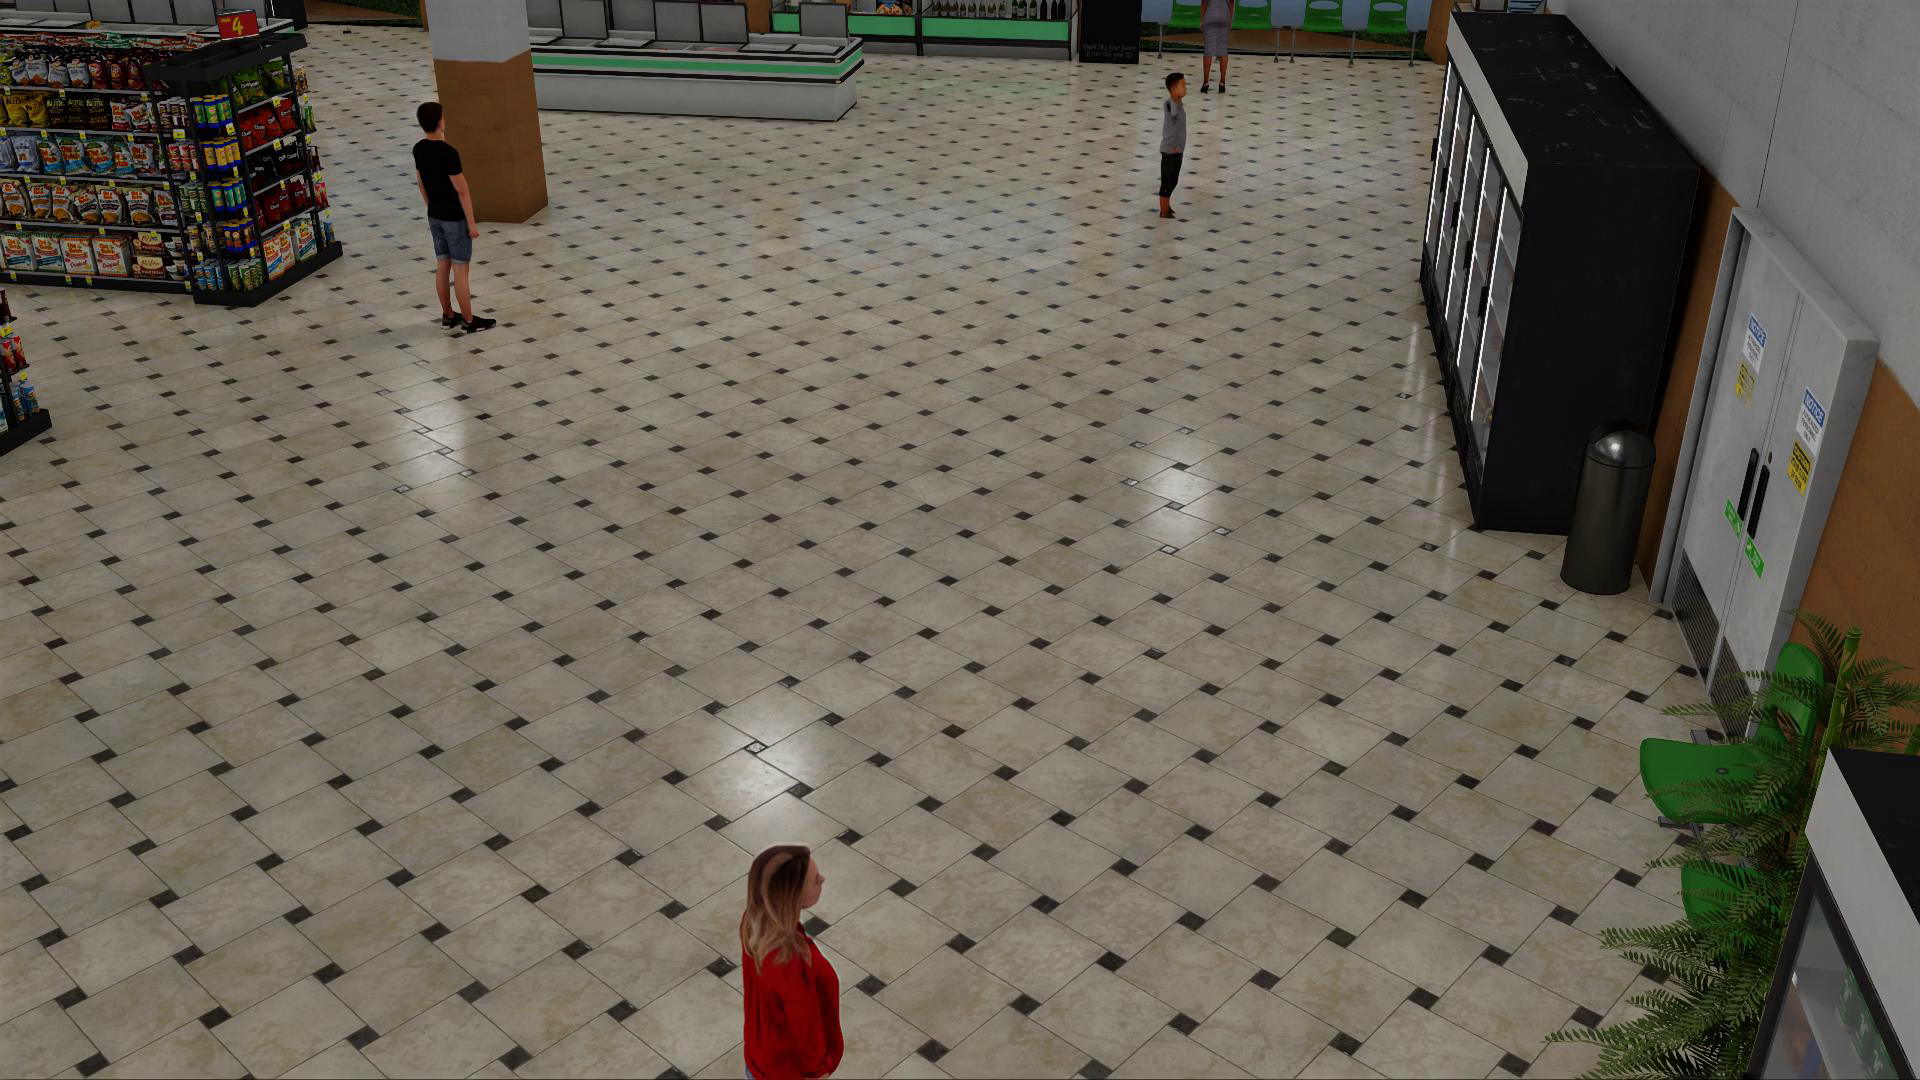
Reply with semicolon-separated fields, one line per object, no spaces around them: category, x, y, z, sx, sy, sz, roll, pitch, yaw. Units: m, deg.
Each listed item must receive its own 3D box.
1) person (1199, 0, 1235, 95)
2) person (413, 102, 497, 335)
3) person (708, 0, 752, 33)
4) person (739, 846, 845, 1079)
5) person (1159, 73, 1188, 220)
person;3.304;-6.661;21.403;0.494;1.781;0.669;1;27;2
person;-4.092;-2.569;13.264;0.646;1.844;0.790;16;31;29
person;-3.290;-7.670;23.543;1.245;1.645;0.838;15;30;27
person;-0.525;1.644;5.110;0.715;1.705;0.683;-14;30;-25
person;2.088;-3.917;16.350;0.509;1.456;0.584;6;28;12
